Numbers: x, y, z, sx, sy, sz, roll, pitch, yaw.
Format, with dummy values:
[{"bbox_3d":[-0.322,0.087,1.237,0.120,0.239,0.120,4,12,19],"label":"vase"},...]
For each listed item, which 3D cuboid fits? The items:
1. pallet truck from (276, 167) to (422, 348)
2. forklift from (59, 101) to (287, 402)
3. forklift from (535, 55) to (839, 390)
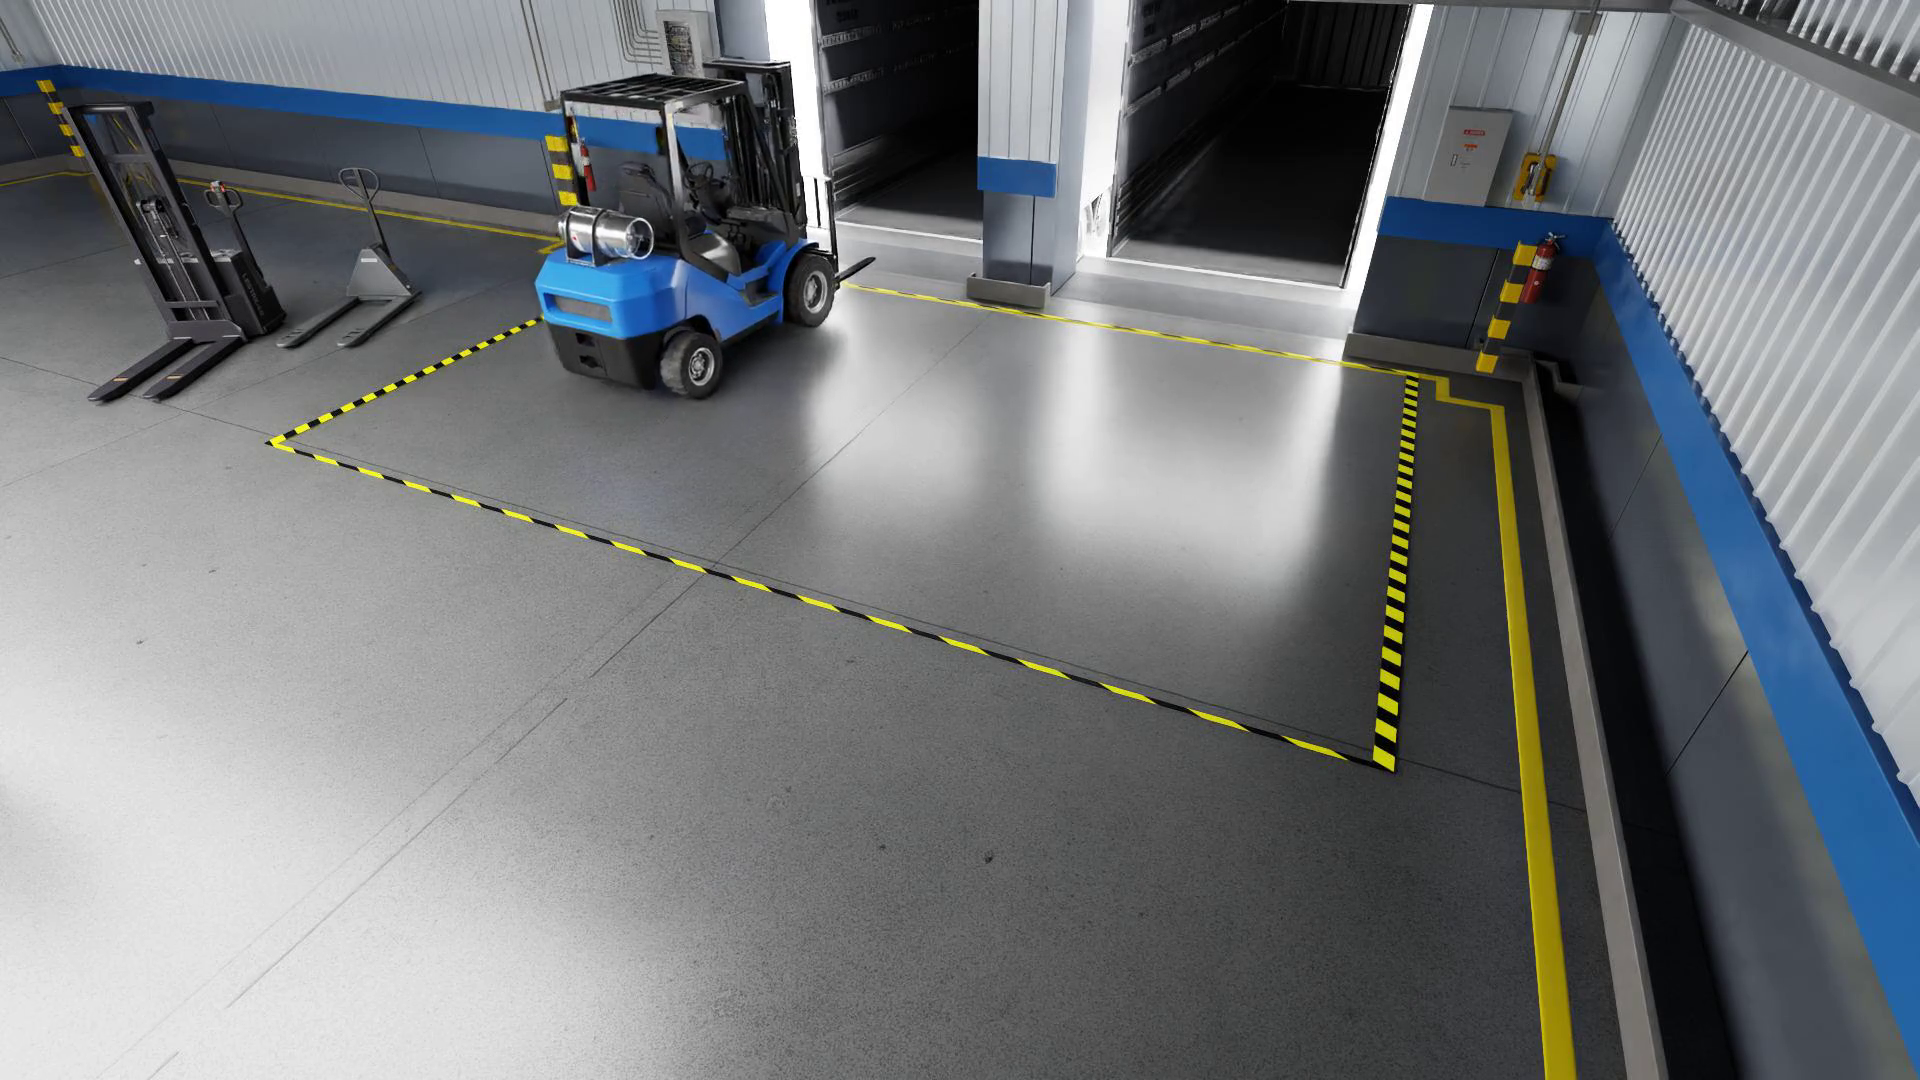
[{"bbox_3d":[-5.732,-2.611,8.414,0.680,1.201,1.601,-1,35,-1],"label":"pallet truck"},{"bbox_3d":[-6.686,-2.387,7.434,0.823,1.965,1.885,-3,35,-5],"label":"forklift"},{"bbox_3d":[-2.251,-2.712,7.584,1.157,2.036,2.680,16,38,21],"label":"forklift"}]
